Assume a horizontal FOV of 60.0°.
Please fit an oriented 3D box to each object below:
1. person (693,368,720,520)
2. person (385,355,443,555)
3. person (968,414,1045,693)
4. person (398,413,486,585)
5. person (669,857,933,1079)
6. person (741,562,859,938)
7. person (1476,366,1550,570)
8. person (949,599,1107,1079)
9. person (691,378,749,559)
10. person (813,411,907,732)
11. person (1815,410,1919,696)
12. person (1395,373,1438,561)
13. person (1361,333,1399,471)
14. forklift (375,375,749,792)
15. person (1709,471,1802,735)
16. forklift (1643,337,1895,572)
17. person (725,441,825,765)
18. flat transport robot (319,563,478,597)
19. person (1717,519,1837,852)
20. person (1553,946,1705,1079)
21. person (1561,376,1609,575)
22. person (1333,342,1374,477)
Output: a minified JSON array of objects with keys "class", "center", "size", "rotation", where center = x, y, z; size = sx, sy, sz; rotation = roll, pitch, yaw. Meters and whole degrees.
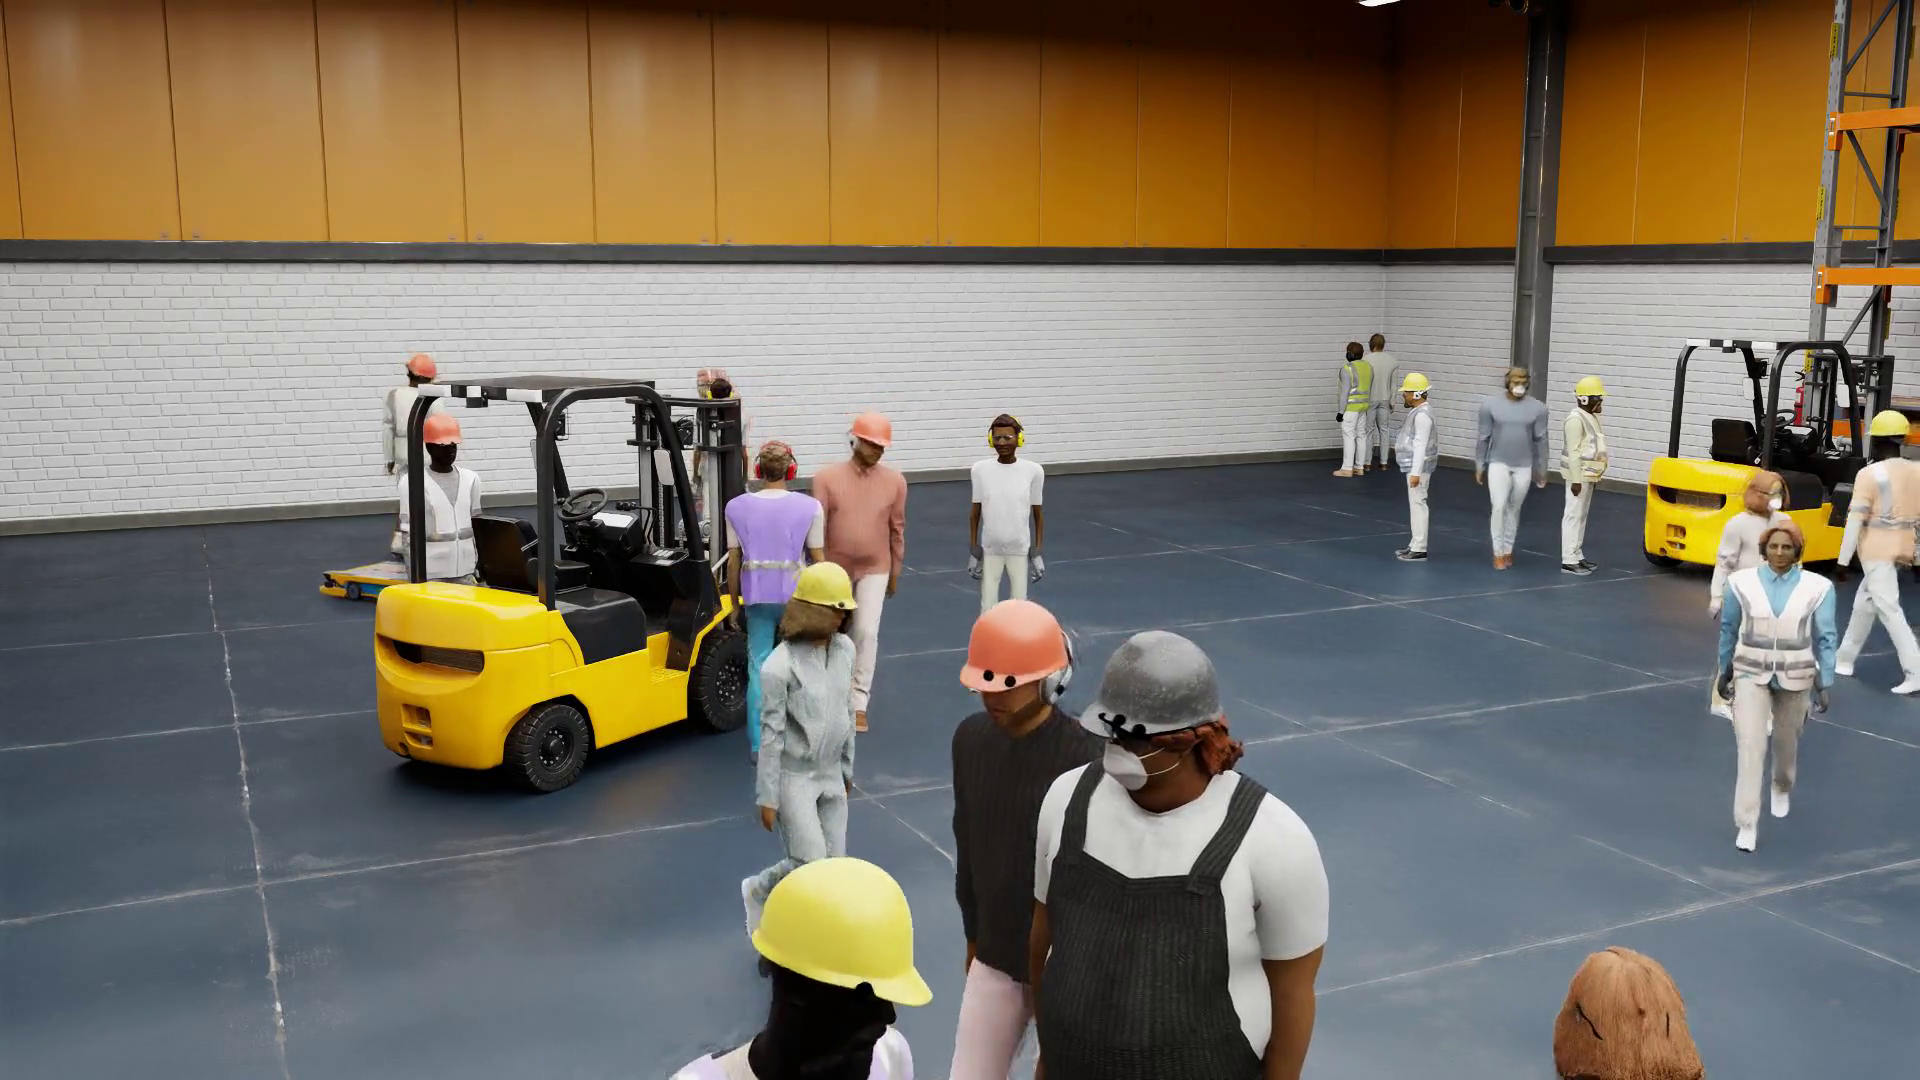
[{"class":"person","center":[-2.323,-0.687,15.796],"size":[0.424,1.893,0.709],"rotation":[3,10,17]},{"class":"person","center":[-5.291,-0.798,16.232],"size":[0.684,2.007,0.538],"rotation":[2,9,13]},{"class":"person","center":[0.310,0.096,11.047],"size":[0.515,1.863,0.333],"rotation":[1,9,8]},{"class":"person","center":[-3.169,0.182,10.277],"size":[0.354,1.938,0.544],"rotation":[8,12,41]},{"class":"person","center":[-0.276,1.443,2.617],"size":[0.699,1.869,0.968],"rotation":[-7,12,-37]},{"class":"person","center":[-0.654,0.905,6.477],"size":[0.649,1.712,0.511],"rotation":[7,11,37]},{"class":"person","center":[5.187,-0.664,15.578],"size":[0.651,1.912,0.765],"rotation":[1,9,8]},{"class":"person","center":[0.203,1.110,4.419],"size":[0.627,1.966,0.513],"rotation":[8,12,40]},{"class":"person","center":[-2.157,-0.523,14.920],"size":[0.548,1.851,0.346],"rotation":[-4,10,-25]},{"class":"person","center":[-0.644,0.155,10.394],"size":[0.634,1.958,0.856],"rotation":[-1,9,-4]},{"class":"person","center":[6.202,0.074,11.133],"size":[0.602,1.885,0.971],"rotation":[-4,10,-23]},{"class":"person","center":[4.425,-0.709,16.160],"size":[0.403,1.826,0.597],"rotation":[2,9,11]},{"class":"person","center":[5.843,-1.933,23.395],"size":[0.629,1.940,0.372],"rotation":[-2,9,-12]},{"class":"forklift","center":[-2.268,0.149,9.685],"size":[1.214,2.155,2.313],"rotation":[6,11,32]},{"class":"person","center":[4.884,0.380,10.099],"size":[0.512,1.593,0.802],"rotation":[-4,10,-24]},{"class":"forklift","center":[7.551,-0.789,15.507],"size":[2.313,2.155,1.214],"rotation":[-4,10,-25]},{"class":"person","center":[-1.041,0.372,9.446],"size":[0.582,1.856,0.418],"rotation":[1,9,3]},{"class":"flat transport robot","center":[-4.726,0.371,14.259],"size":[1.431,0.197,0.652],"rotation":[4,10,26]},{"class":"person","center":[4.059,0.674,8.282],"size":[0.527,1.598,0.875],"rotation":[4,10,26]},{"class":"person","center":[1.170,1.535,3.016],"size":[0.506,1.592,0.864],"rotation":[3,10,16]},{"class":"person","center":[5.798,-0.601,15.452],"size":[0.403,1.835,0.586],"rotation":[6,11,32]},{"class":"person","center":[5.373,-1.786,22.779],"size":[0.626,1.846,0.429],"rotation":[-8,12,-40]}]
